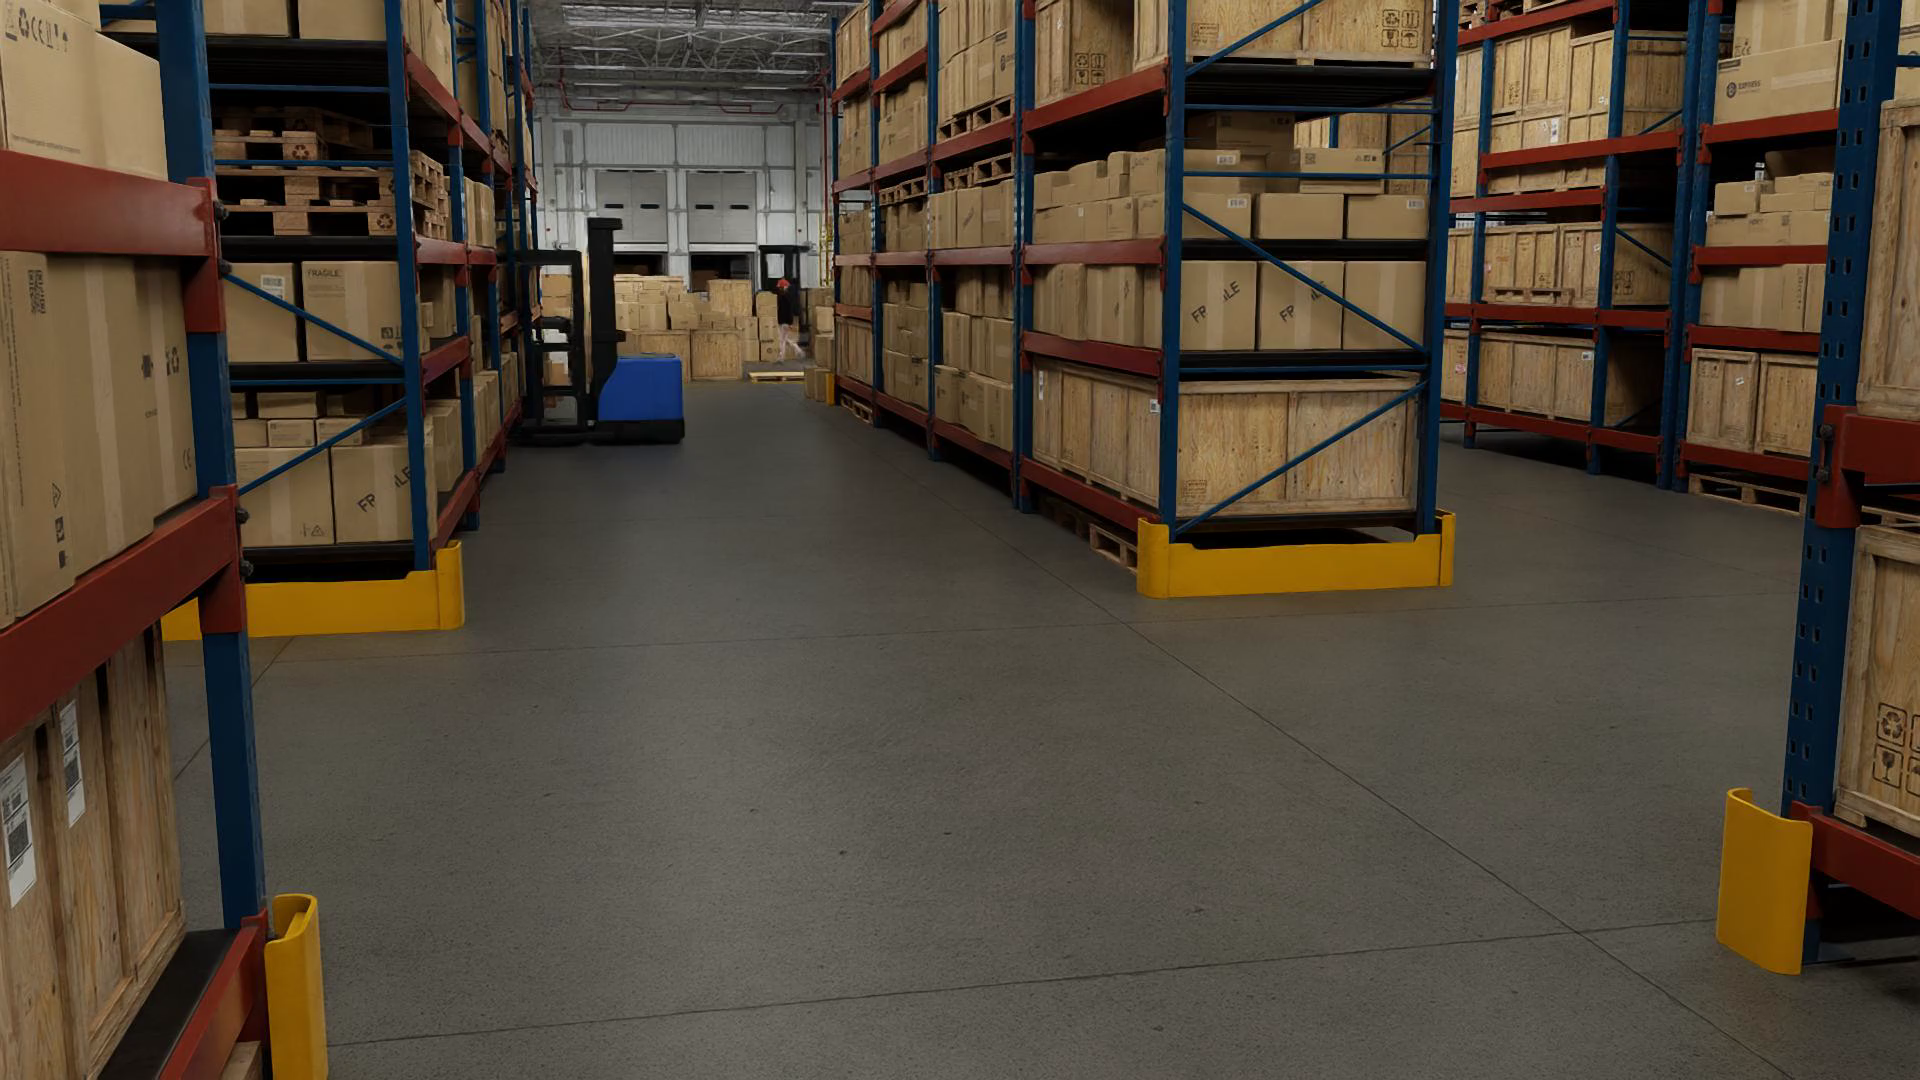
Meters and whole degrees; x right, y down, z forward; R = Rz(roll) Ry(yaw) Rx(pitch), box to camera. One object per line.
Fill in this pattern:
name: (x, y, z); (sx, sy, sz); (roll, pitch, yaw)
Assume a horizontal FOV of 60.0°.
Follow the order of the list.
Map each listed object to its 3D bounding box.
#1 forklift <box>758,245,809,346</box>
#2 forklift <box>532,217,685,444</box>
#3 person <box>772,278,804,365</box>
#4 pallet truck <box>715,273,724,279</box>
forklift: (-5.014, -6.667, 45.464); (1.129, 2.768, 1.873); (4, 10, 21)
forklift: (-4.481, -2.657, 21.021); (1.873, 2.768, 1.129); (-2, 10, -12)
person: (-3.916, -4.945, 37.719); (0.759, 1.975, 0.632); (-5, 11, -28)
pallet truck: (-8.580, -8.986, 62.280); (1.885, 1.965, 0.823); (1, 9, 5)
